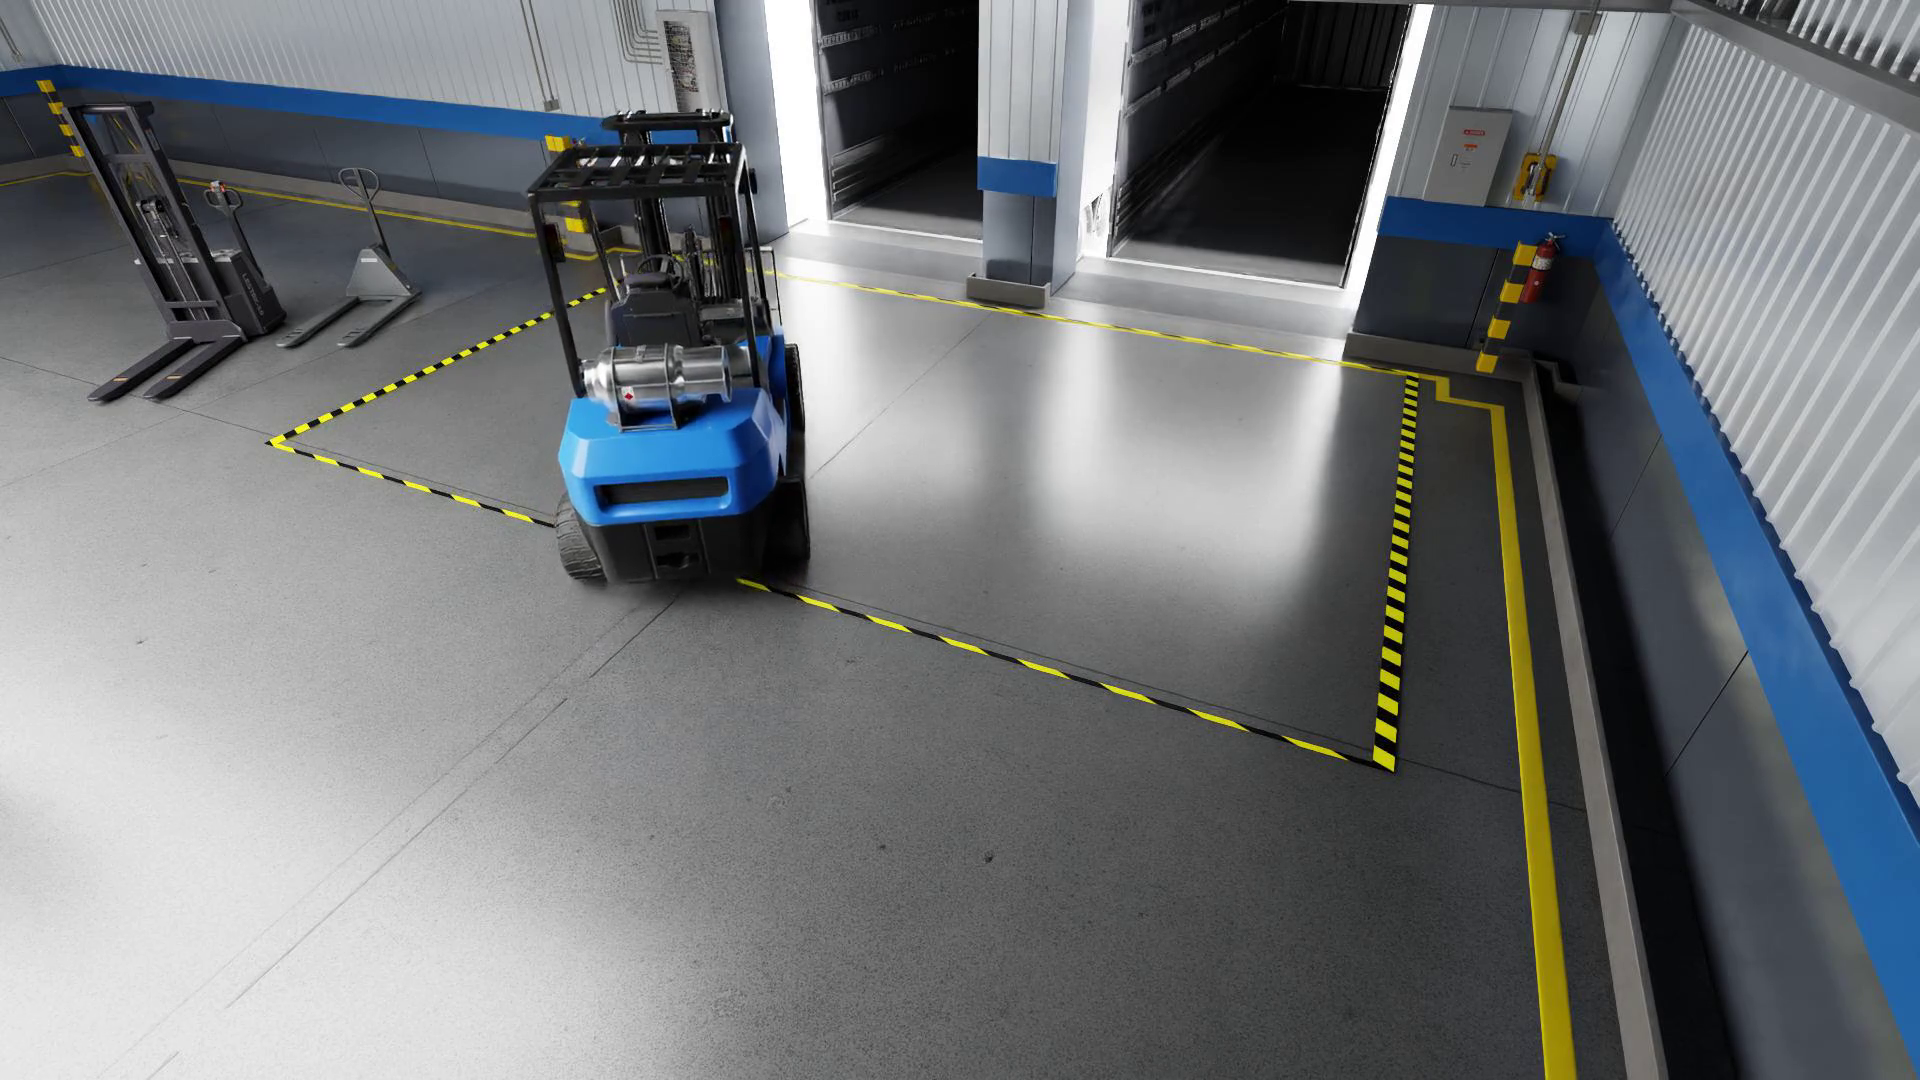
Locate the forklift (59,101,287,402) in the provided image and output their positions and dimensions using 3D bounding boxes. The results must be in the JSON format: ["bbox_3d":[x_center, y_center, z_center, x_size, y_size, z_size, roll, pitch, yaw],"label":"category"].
[{"bbox_3d":[-6.686,-2.387,7.434,0.823,1.965,1.885,-3,35,-5],"label":"forklift"}]

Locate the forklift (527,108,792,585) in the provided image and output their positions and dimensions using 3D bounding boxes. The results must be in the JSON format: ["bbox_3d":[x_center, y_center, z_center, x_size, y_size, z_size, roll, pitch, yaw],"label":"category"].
[{"bbox_3d":[-1.711,-1.304,5.574,1.157,2.036,2.680,-5,35,-7],"label":"forklift"}]

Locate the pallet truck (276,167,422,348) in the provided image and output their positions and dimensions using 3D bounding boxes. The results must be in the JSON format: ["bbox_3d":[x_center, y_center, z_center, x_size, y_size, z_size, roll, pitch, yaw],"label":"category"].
[{"bbox_3d":[-5.732,-2.611,8.414,0.680,1.201,1.601,-1,35,-1],"label":"pallet truck"}]
